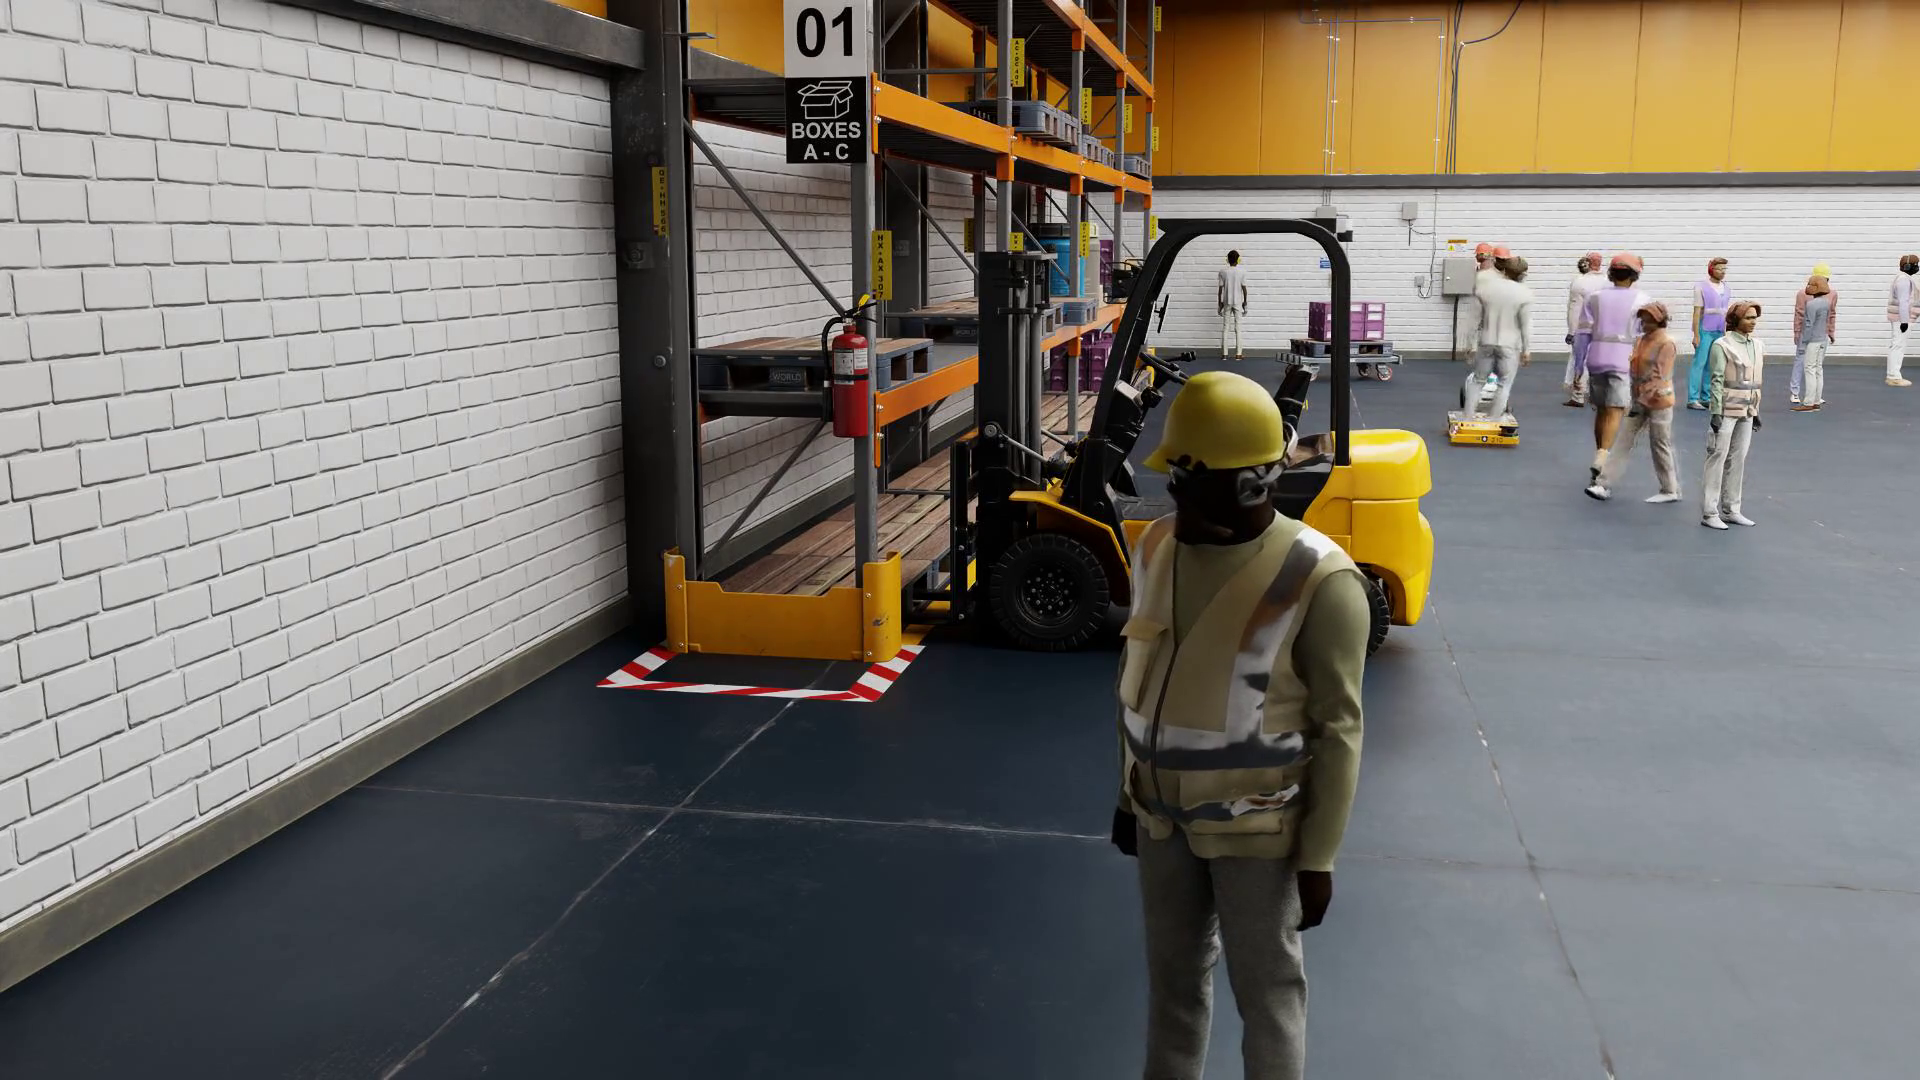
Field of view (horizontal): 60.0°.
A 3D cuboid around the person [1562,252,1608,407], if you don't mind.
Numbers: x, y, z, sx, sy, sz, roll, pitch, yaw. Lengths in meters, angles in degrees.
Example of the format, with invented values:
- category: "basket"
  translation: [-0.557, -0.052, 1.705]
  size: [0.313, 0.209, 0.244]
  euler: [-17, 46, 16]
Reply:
- category: "person"
  translation: [7.753, -2.592, 20.519]
  size: [0.643, 1.910, 0.411]
  euler: [-3, 11, -18]

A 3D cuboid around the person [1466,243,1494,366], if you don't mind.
- category: "person"
  translation: [8.508, -3.836, 27.102]
  size: [0.393, 1.992, 0.622]
  euler: [0, 10, 2]

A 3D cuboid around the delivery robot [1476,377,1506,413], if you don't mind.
- category: "delivery robot"
  translation: [5.787, -1.540, 18.206]
  size: [0.477, 0.478, 0.707]
  euler: [3, 11, 14]

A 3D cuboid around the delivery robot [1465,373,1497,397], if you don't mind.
- category: "delivery robot"
  translation: [6.281, -1.872, 20.028]
  size: [0.477, 0.478, 0.707]
  euler: [4, 11, 20]

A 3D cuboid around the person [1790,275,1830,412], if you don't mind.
- category: "person"
  translation: [10.232, -2.355, 19.963]
  size: [0.500, 1.636, 0.285]
  euler: [-9, 14, -41]

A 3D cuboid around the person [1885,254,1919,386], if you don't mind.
- category: "person"
  translation: [13.316, -3.097, 23.467]
  size: [0.429, 1.842, 0.634]
  euler: [5, 11, 24]

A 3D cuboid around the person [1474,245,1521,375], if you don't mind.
- category: "person"
  translation: [7.563, -3.122, 23.265]
  size: [0.631, 1.958, 0.858]
  euler: [-1, 10, -5]

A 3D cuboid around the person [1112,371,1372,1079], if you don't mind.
- category: "person"
  translation: [0.534, 0.563, 3.450]
  size: [0.404, 1.826, 0.587]
  euler: [-9, 14, -40]

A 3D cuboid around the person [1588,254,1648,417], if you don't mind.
- category: "person"
  translation: [7.543, -2.311, 19.025]
  size: [0.655, 1.897, 0.556]
  euler: [-5, 11, -24]

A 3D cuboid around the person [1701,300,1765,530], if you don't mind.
- category: "person"
  translation: [5.575, -0.901, 11.983]
  size: [0.514, 1.641, 0.309]
  euler: [-6, 12, -29]

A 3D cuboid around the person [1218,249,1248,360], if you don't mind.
- category: "person"
  translation: [4.642, -3.991, 28.285]
  size: [0.508, 1.876, 0.328]
  euler: [3, 11, 17]

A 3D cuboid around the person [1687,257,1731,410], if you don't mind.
- category: "person"
  translation: [9.088, -2.499, 20.191]
  size: [0.571, 1.840, 0.373]
  euler: [-5, 12, -28]

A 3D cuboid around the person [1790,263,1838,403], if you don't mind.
- category: "person"
  translation: [10.765, -2.592, 20.937]
  size: [0.527, 1.757, 0.340]
  euler: [0, 10, 0]

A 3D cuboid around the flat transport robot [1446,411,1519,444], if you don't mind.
- category: "flat transport robot"
  translation: [5.405, -1.174, 17.237]
  size: [0.652, 0.197, 1.431]
  euler: [3, 11, 14]

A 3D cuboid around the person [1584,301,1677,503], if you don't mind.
- category: "person"
  translation: [5.318, -1.053, 12.945]
  size: [0.770, 1.593, 0.524]
  euler: [-3, 11, -14]

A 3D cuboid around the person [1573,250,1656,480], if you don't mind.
- category: "person"
  translation: [5.592, -1.488, 14.295]
  size: [0.630, 1.994, 0.955]
  euler: [8, 13, 36]

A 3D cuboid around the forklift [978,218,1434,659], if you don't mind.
- category: "forklift"
  translation: [1.285, -0.567, 8.635]
  size: [2.313, 2.155, 1.214]
  euler: [2, 11, 11]

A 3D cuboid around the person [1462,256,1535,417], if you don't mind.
- category: "person"
  translation: [5.542, -1.985, 17.244]
  size: [0.754, 1.896, 0.489]
  euler: [9, 14, 41]

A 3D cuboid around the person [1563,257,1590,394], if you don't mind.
- category: "person"
  translation: [8.383, -2.885, 22.407]
  size: [0.430, 1.815, 0.709]
  euler: [3, 11, 18]
